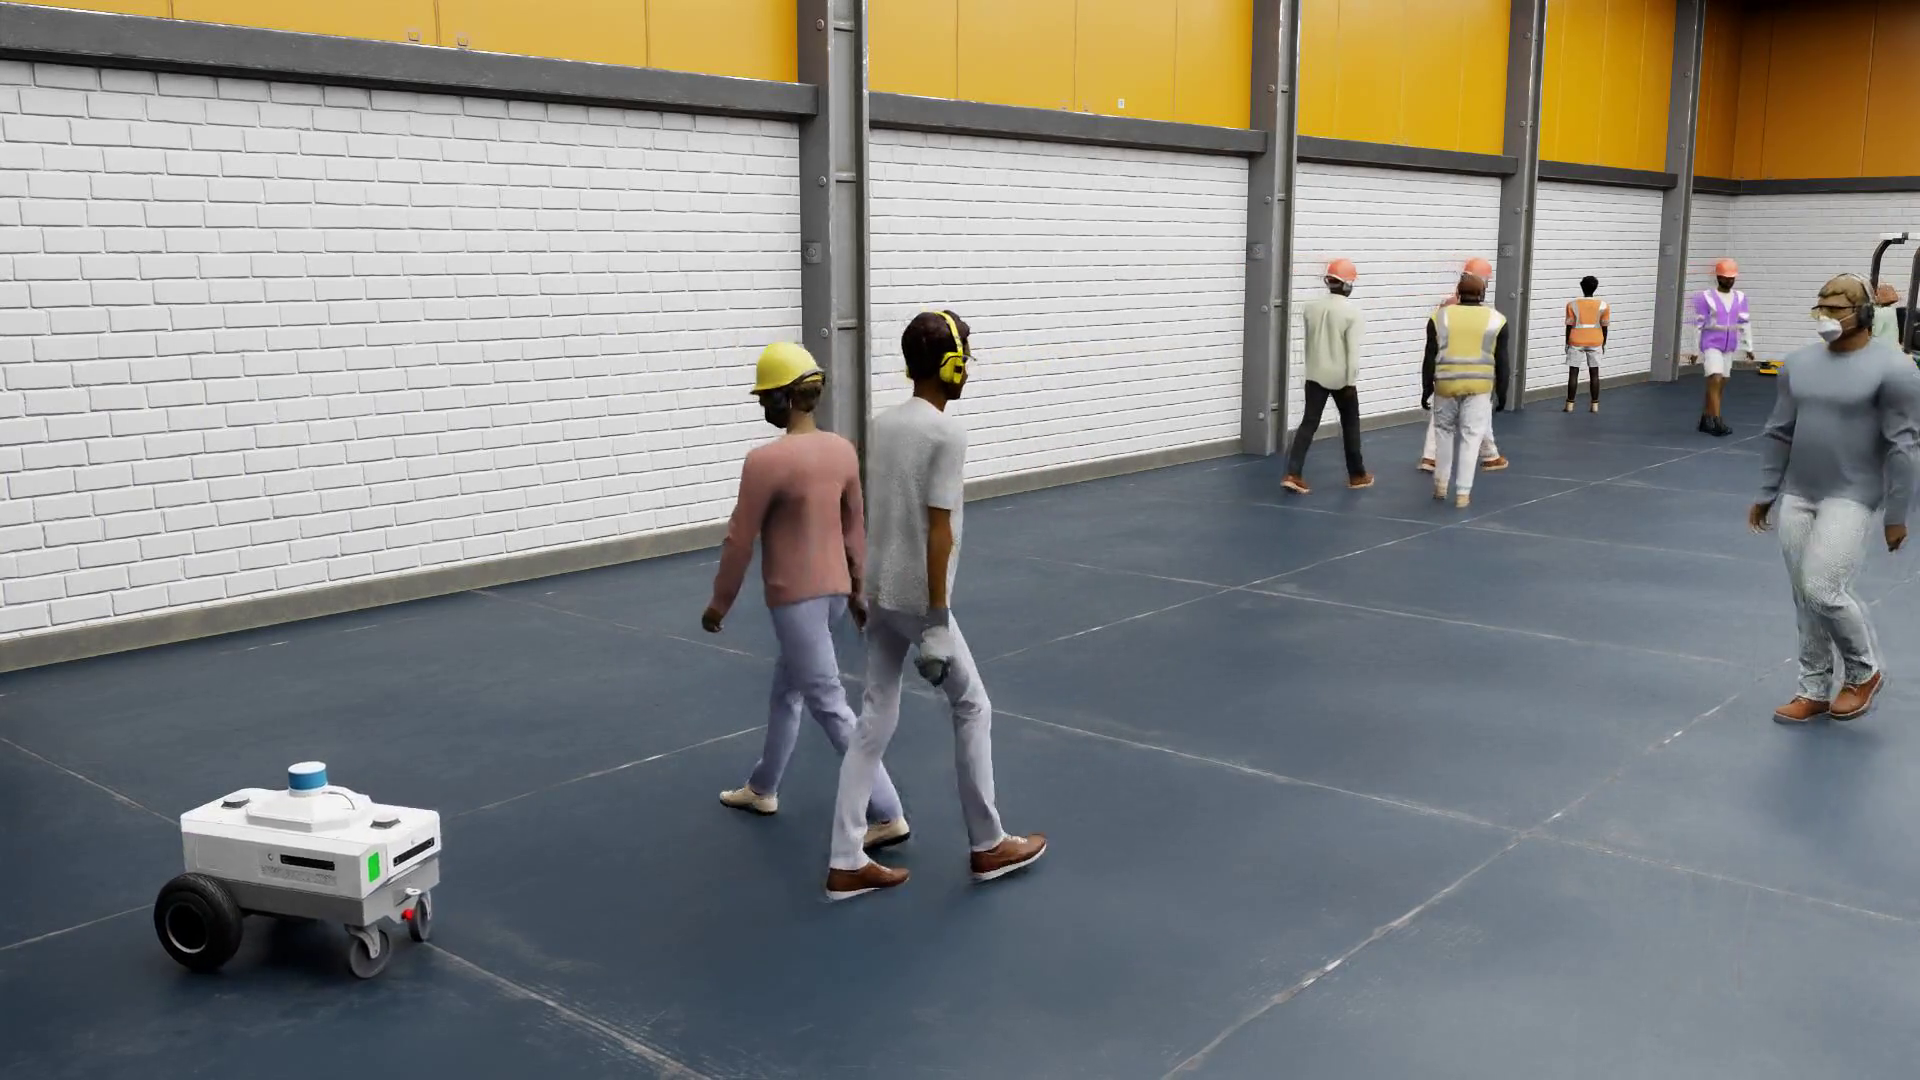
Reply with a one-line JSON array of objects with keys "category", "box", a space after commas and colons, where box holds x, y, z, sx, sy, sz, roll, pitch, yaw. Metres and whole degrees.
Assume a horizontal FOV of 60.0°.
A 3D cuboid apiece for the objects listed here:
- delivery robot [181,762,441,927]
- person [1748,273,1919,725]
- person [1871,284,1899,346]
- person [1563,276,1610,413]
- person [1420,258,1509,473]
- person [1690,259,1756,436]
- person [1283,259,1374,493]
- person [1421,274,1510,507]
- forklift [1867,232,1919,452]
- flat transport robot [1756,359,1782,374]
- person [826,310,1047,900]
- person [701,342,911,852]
[{"category": "delivery robot", "box": [-1.851, 0.880, 4.758, 0.707, 0.478, 0.477, 3, 11, 18]}, {"category": "person", "box": [3.643, -0.155, 7.012, 0.432, 1.921, 0.636, -4, 11, -19]}, {"category": "person", "box": [10.964, -2.235, 19.783, 0.515, 1.606, 0.757, -9, 13, -41]}, {"category": "person", "box": [7.732, -2.413, 20.549, 0.530, 1.691, 0.321, 2, 10, 12]}, {"category": "person", "box": [4.557, -1.567, 15.015, 1.029, 1.944, 0.625, -6, 12, -33]}, {"category": "person", "box": [8.278, -2.071, 17.974, 0.567, 1.896, 0.889, -1, 10, -8]}, {"category": "person", "box": [3.074, -1.358, 13.839, 0.612, 1.948, 1.039, 9, 14, 43]}, {"category": "person", "box": [4.019, -1.193, 13.225, 0.665, 1.819, 0.735, 3, 10, 17]}, {"category": "forklift", "box": [9.955, -1.972, 16.595, 2.313, 2.155, 1.214, 1, 10, 8]}, {"category": "flat transport robot", "box": [13.554, -2.768, 26.600, 1.431, 0.197, 0.652, 4, 11, 19]}, {"category": "person", "box": [-0.064, 0.207, 5.234, 0.861, 1.826, 0.595, -7, 12, -35]}, {"category": "person", "box": [-0.512, 0.194, 5.657, 0.889, 1.723, 0.521, 6, 12, 31]}]
